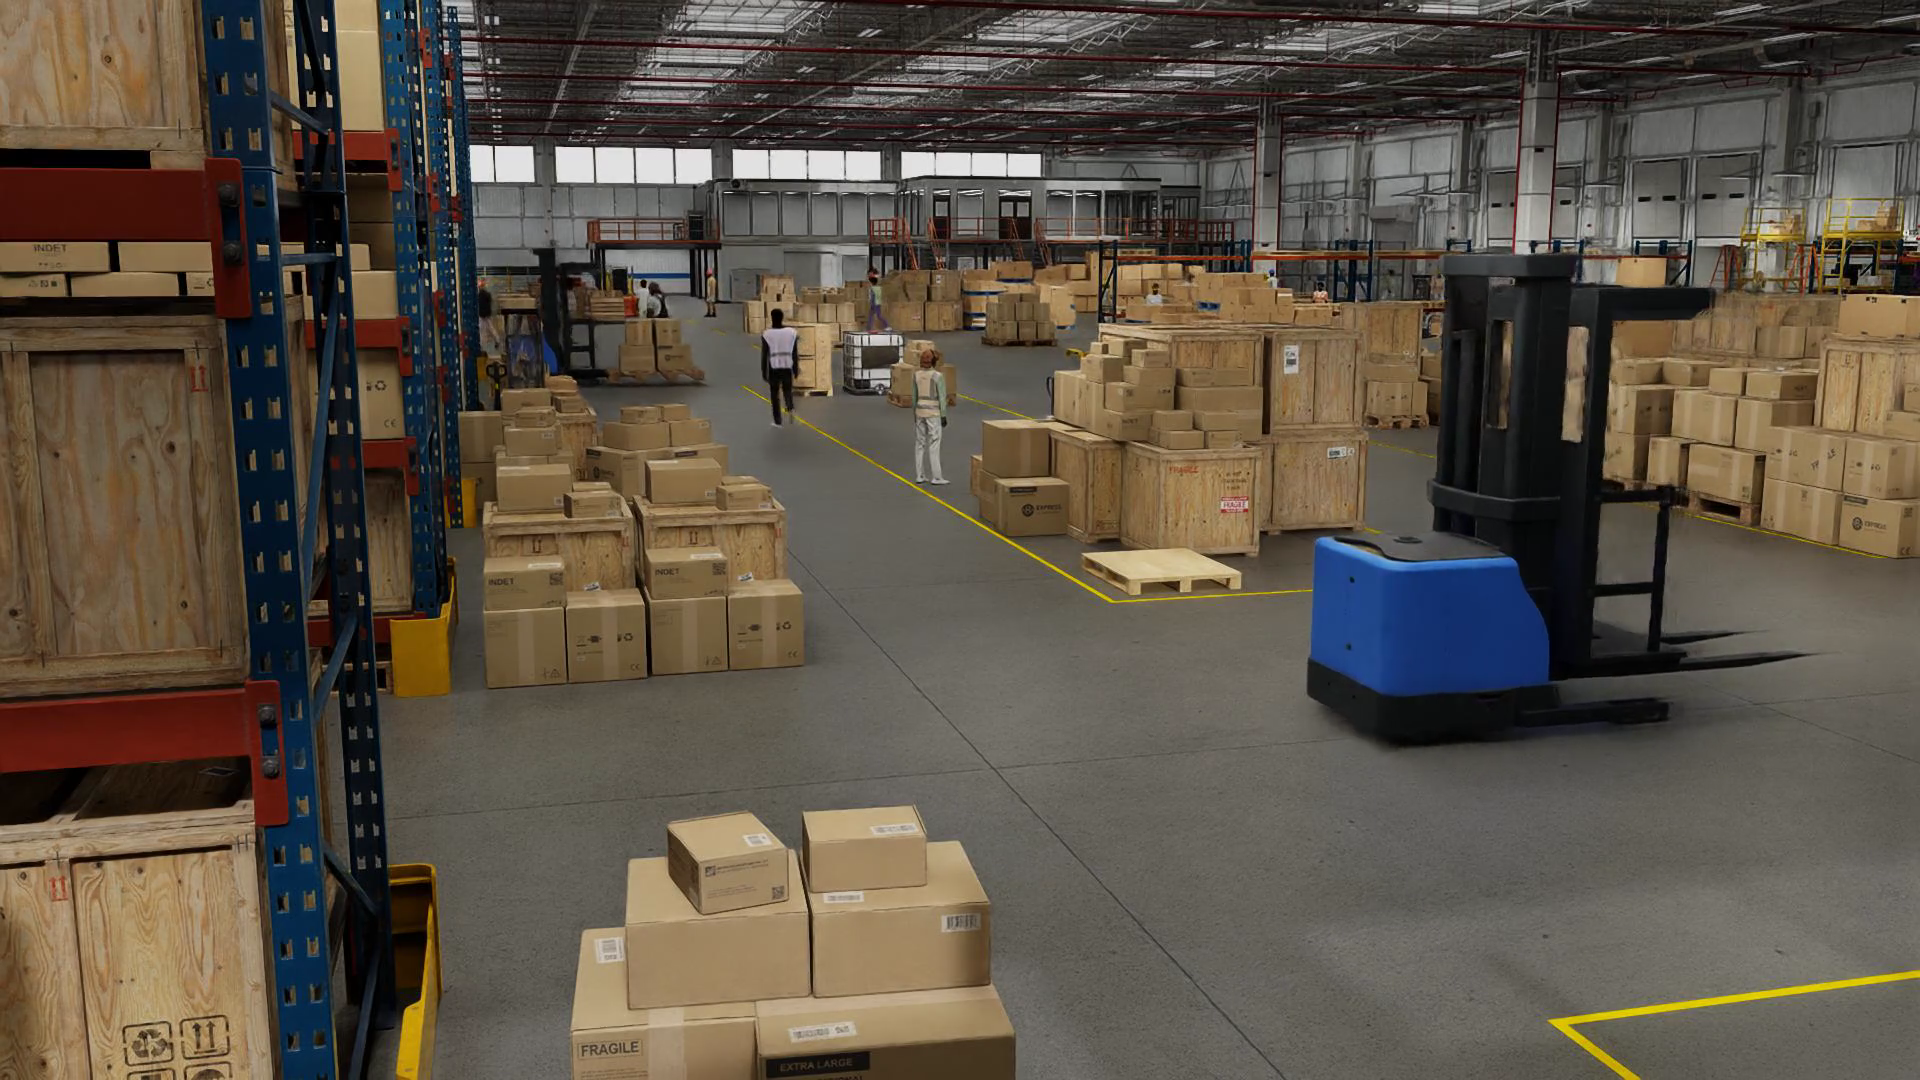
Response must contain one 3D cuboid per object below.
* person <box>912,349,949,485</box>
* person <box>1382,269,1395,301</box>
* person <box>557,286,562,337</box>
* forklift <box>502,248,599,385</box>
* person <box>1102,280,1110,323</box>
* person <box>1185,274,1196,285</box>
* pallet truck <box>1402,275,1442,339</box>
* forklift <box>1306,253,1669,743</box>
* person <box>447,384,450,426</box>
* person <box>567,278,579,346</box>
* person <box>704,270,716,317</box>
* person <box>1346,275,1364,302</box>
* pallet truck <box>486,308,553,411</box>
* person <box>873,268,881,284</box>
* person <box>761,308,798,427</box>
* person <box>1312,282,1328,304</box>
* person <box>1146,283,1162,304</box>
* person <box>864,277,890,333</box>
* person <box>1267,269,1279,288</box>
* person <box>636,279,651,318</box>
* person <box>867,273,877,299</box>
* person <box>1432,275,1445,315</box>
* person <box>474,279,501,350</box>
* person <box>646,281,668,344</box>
[{"bbox_3d":[-0.368,-1.482,20.074,0.512,1.642,0.311,8,13,40],"label":"person"},{"bbox_3d":[20.174,-11.788,78.023,0.977,1.791,0.648,7,12,36],"label":"person"},{"bbox_3d":[-12.892,-7.319,52.986,0.542,1.683,0.320,3,11,19],"label":"person"},{"bbox_3d":[-8.437,-4.579,34.100,1.873,2.768,1.129,-3,10,-15],"label":"forklift"},{"bbox_3d":[4.914,-7.927,56.278,0.300,1.743,0.493,4,11,20],"label":"person"},{"bbox_3d":[8.201,-8.517,59.230,1.006,1.893,0.634,8,13,39],"label":"person"},{"bbox_3d":[14.620,-7.324,52.145,0.823,1.965,1.885,8,13,40],"label":"pallet truck"},{"bbox_3d":[3.184,-0.320,9.984,1.873,2.768,1.129,-3,10,-15],"label":"forklift"},{"bbox_3d":[-6.348,-1.583,20.081,0.429,1.844,0.625,7,12,35],"label":"person"},{"bbox_3d":[-11.312,-6.629,48.298,0.362,1.965,0.611,0,10,1],"label":"person"},{"bbox_3d":[-10.153,-10.000,67.516,0.447,1.930,0.587,4,11,19],"label":"person"},{"bbox_3d":[15.079,-9.192,63.293,0.629,1.812,0.924,-7,12,-34],"label":"person"},{"bbox_3d":[-6.242,-2.418,24.362,0.823,1.965,1.885,1,10,3],"label":"pallet truck"},{"bbox_3d":[-4.071,-12.172,80.085,0.577,1.837,1.008,-4,11,-20],"label":"person"},{"bbox_3d":[-2.856,-2.726,26.378,0.613,1.901,0.463,-4,11,-23],"label":"person"},{"bbox_3d":[11.978,-7.732,55.336,0.534,1.693,0.321,6,11,29],"label":"person"},{"bbox_3d":[5.327,-6.103,45.606,0.535,1.864,0.309,-4,11,-21],"label":"person"},{"bbox_3d":[-2.727,-7.773,55.078,0.950,1.873,0.624,6,12,29],"label":"person"},{"bbox_3d":[12.572,-9.923,67.000,0.602,1.948,0.387,-6,11,-29],"label":"person"},{"bbox_3d":[-9.678,-7.058,51.015,0.521,1.865,0.319,-2,10,-12],"label":"person"},{"bbox_3d":[-3.222,-8.715,60.263,0.673,1.914,0.548,-6,12,-30],"label":"person"},{"bbox_3d":[20.013,-10.341,69.464,0.589,1.913,0.416,1,10,8],"label":"person"},{"bbox_3d":[-13.244,-6.288,46.399,0.622,1.968,0.915,4,11,21],"label":"person"},{"bbox_3d":[-7.463,-5.431,41.303,0.715,2.000,0.706,5,11,25],"label":"person"}]
